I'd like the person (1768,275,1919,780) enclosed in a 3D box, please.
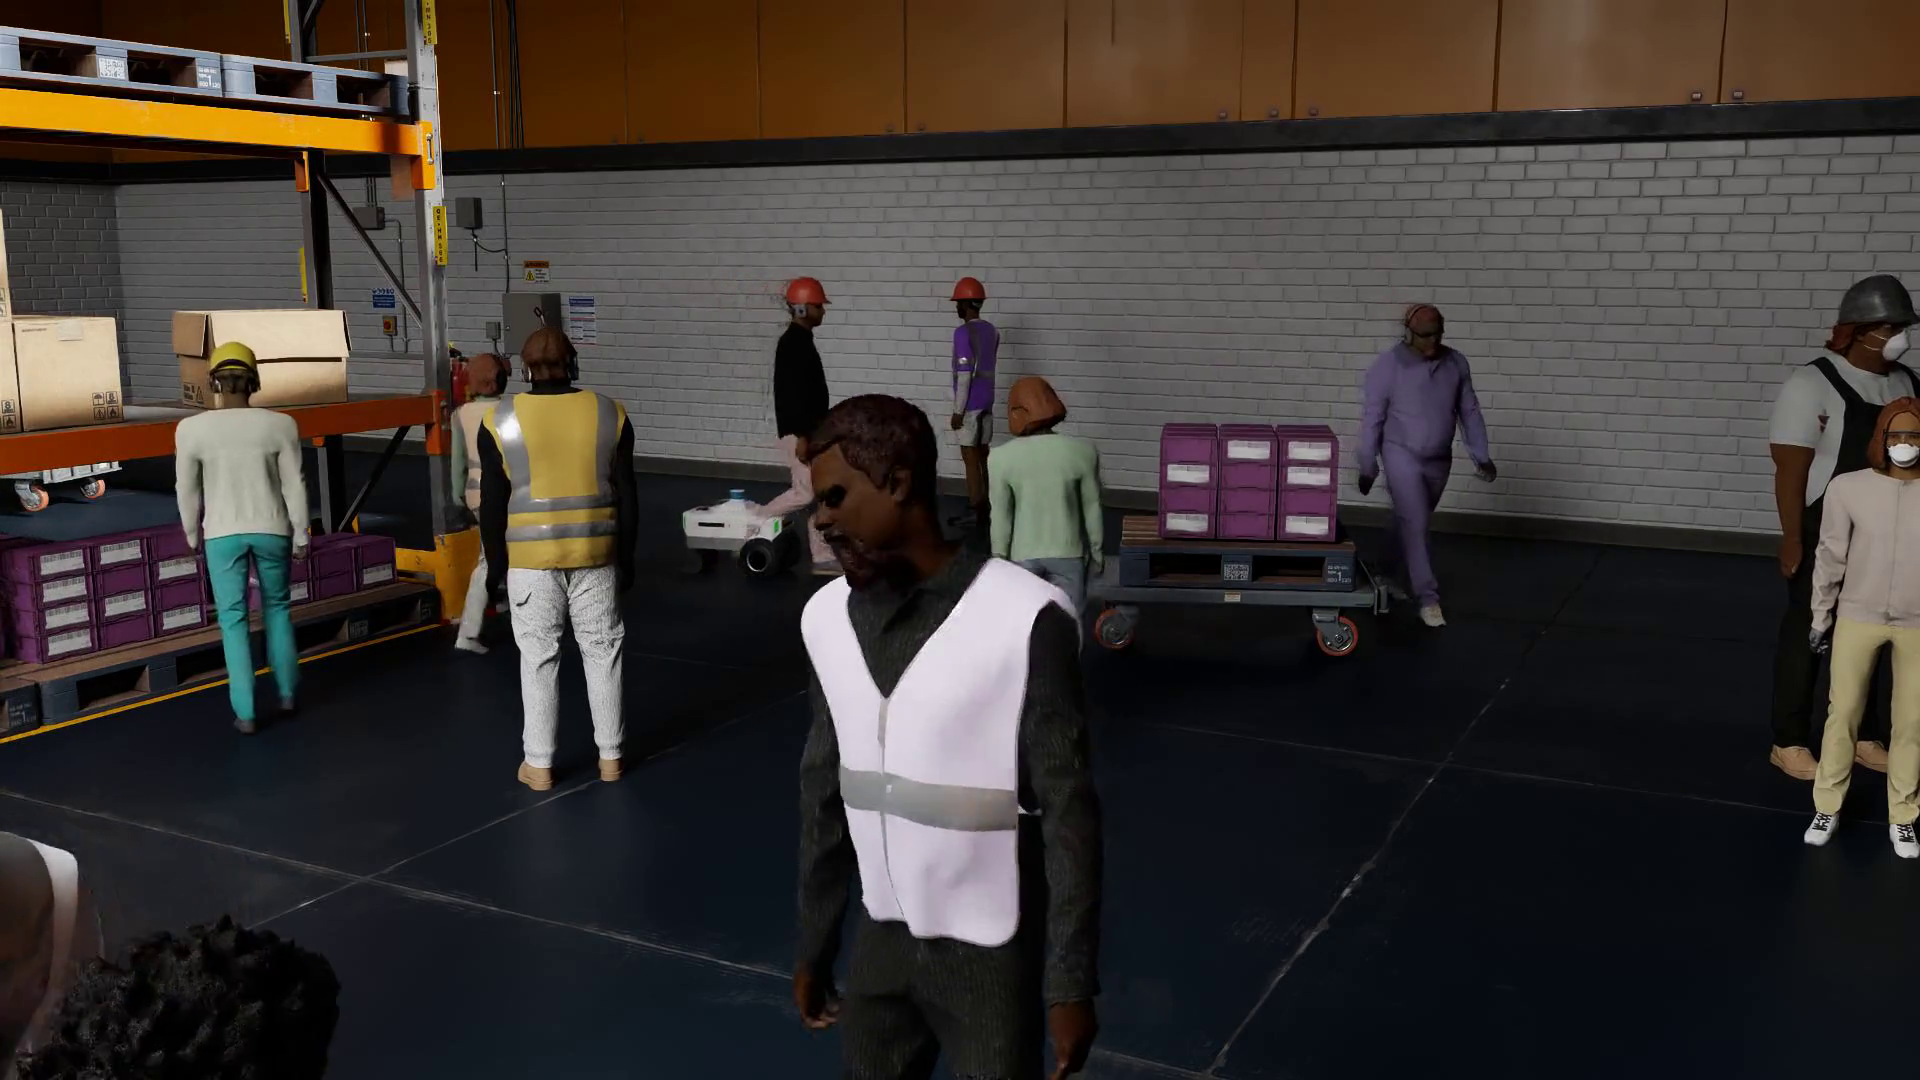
[{"bbox_3d":[3.642,-0.042,6.721,0.689,2.000,0.539,-3,10,-15],"label":"person"}]

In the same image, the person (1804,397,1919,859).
[{"bbox_3d":[3.280,0.308,5.871,0.507,1.631,0.266,5,11,27],"label":"person"}]

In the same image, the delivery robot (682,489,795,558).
[{"bbox_3d":[-1.471,-0.092,11.035,0.707,0.478,0.477,3,10,15],"label":"delivery robot"}]

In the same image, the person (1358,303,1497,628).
[{"bbox_3d":[2.678,-0.478,9.809,0.753,1.852,0.939,-4,10,-20],"label":"person"}]

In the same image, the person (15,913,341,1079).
[{"bbox_3d":[-0.582,1.116,1.143,0.552,1.666,0.615,9,13,41],"label":"person"}]

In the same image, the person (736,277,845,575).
[{"bbox_3d":[-1.086,-0.726,10.864,0.747,1.978,0.626,1,10,4],"label":"person"}]

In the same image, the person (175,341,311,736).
[{"bbox_3d":[-3.190,-0.013,7.433,0.536,1.733,0.472,-5,11,-25],"label":"person"}]

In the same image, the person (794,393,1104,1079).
[{"bbox_3d":[-0.009,0.697,2.933,0.687,1.880,0.374,8,12,38],"label":"person"}]

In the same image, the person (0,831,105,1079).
[{"bbox_3d":[-1.171,0.927,1.645,0.501,1.867,0.764,10,14,44],"label":"person"}]

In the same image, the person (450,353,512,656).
[{"bbox_3d":[-2.494,-0.198,8.930,0.511,1.596,0.862,5,11,28],"label":"person"}]

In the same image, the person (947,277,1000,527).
[{"bbox_3d":[0.078,-1.067,12.952,0.371,1.935,0.551,5,11,28],"label":"person"}]

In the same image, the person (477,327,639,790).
[{"bbox_3d":[-1.589,0.078,6.622,0.620,1.837,0.429,-4,11,-22],"label":"person"}]

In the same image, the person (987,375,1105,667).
[{"bbox_3d":[0.371,0.088,7.207,0.517,1.603,0.728,1,10,5],"label":"person"}]
